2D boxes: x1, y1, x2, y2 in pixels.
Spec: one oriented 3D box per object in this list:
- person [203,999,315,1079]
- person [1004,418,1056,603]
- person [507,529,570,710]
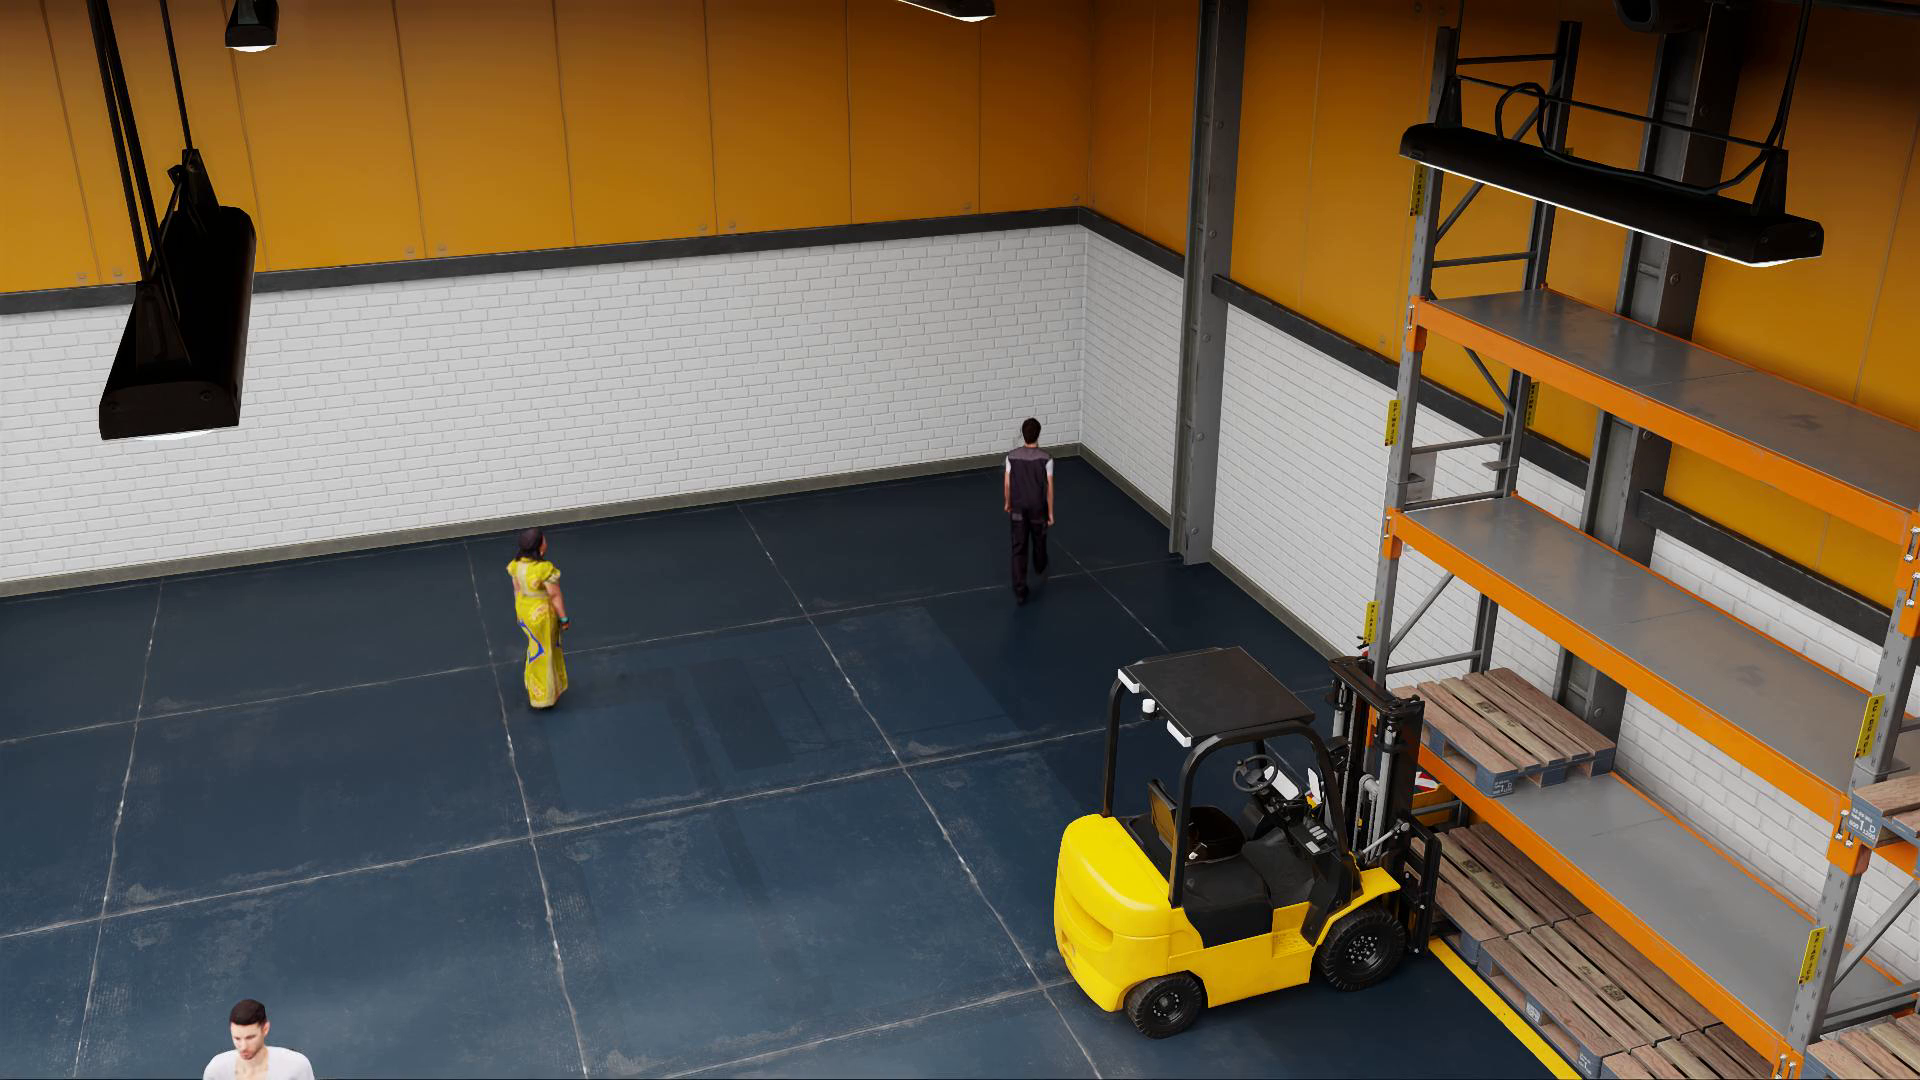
[{"bbox_3d":[-3.534,3.096,8.632,0.941,1.820,1.172,1,24,1],"label":"person"},{"bbox_3d":[0.658,-0.259,16.320,1.061,1.809,1.254,5,24,10],"label":"person"},{"bbox_3d":[-3.682,0.705,14.321,0.908,1.645,0.996,16,28,33],"label":"person"}]
